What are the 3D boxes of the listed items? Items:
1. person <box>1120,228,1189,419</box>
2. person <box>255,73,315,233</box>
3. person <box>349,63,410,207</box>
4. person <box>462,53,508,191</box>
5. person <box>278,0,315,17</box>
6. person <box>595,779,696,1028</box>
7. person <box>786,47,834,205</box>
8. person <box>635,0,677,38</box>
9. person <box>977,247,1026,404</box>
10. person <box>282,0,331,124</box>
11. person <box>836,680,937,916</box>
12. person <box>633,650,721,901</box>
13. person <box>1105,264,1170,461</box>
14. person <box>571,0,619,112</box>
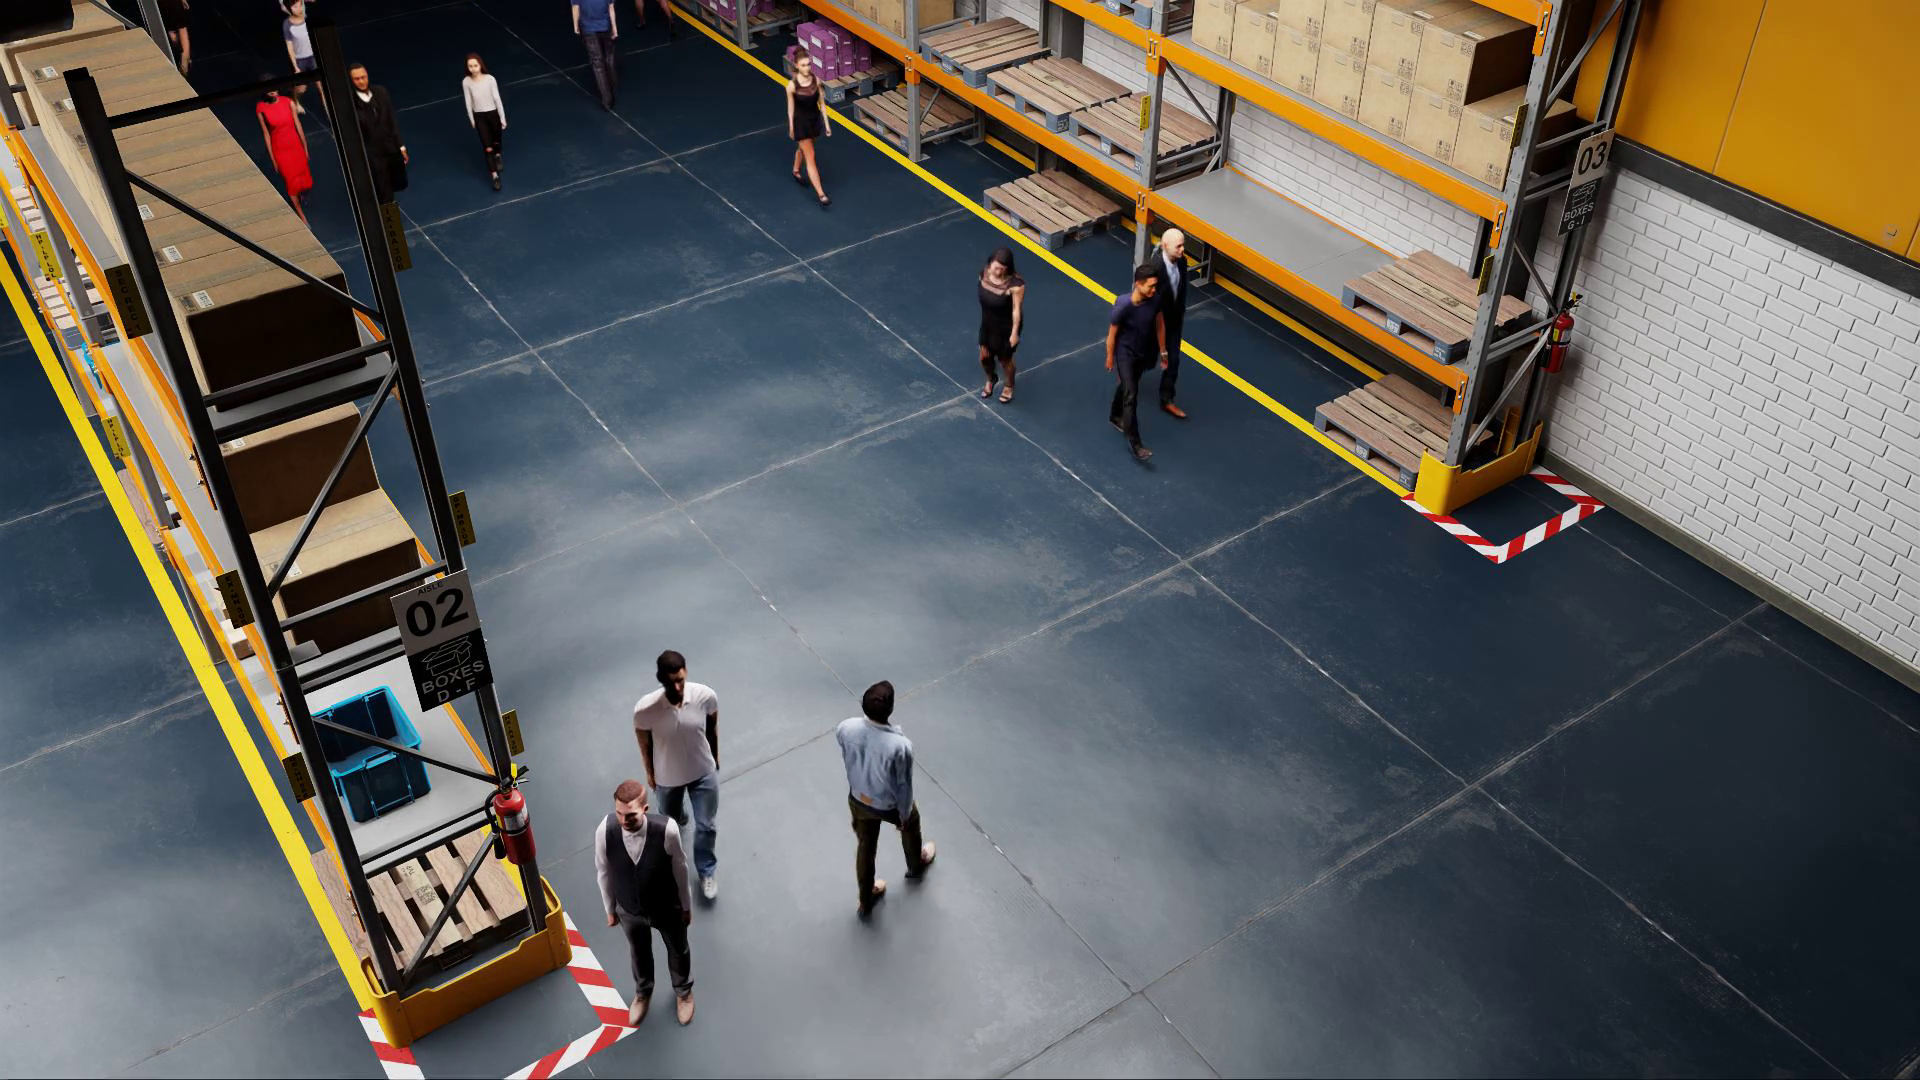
[{"bbox_3d":[1.731,-1.943,14.655,0.696,1.785,1.006,-23,44,-26],"label":"person"},{"bbox_3d":[-7.036,-4.057,17.339,0.561,1.737,0.704,-23,44,-26],"label":"person"},{"bbox_3d":[-6.026,-4.047,17.214,0.684,1.879,1.071,-23,44,-26],"label":"person"},{"bbox_3d":[-5.208,-4.676,18.340,0.720,1.456,1.031,-12,40,-15],"label":"person"},{"bbox_3d":[-8.335,-6.720,20.638,0.820,1.783,0.762,16,41,19],"label":"person"},{"bbox_3d":[-1.776,2.057,9.523,0.745,1.938,0.761,0,39,0],"label":"person"},{"bbox_3d":[-1.694,-4.510,17.999,0.575,1.623,1.106,-23,44,-27],"label":"person"},{"bbox_3d":[-3.987,-7.298,21.451,0.671,1.671,1.083,-29,47,-31],"label":"person"},{"bbox_3d":[0.376,-1.907,14.700,0.826,1.672,0.730,-28,47,-31],"label":"person"},{"bbox_3d":[-7.714,-5.627,19.465,1.027,1.539,0.711,29,47,31],"label":"person"},{"bbox_3d":[-0.538,1.636,10.171,0.992,1.788,0.993,16,41,19],"label":"person"},{"bbox_3d":[-1.745,1.378,10.448,0.919,1.844,1.152,-9,39,-11],"label":"person"},{"bbox_3d":[1.445,-1.636,14.302,0.680,1.746,1.049,-19,42,-22],"label":"person"},{"bbox_3d":[-4.271,-5.989,19.670,0.788,1.848,1.002,-15,41,-18],"label":"person"}]
